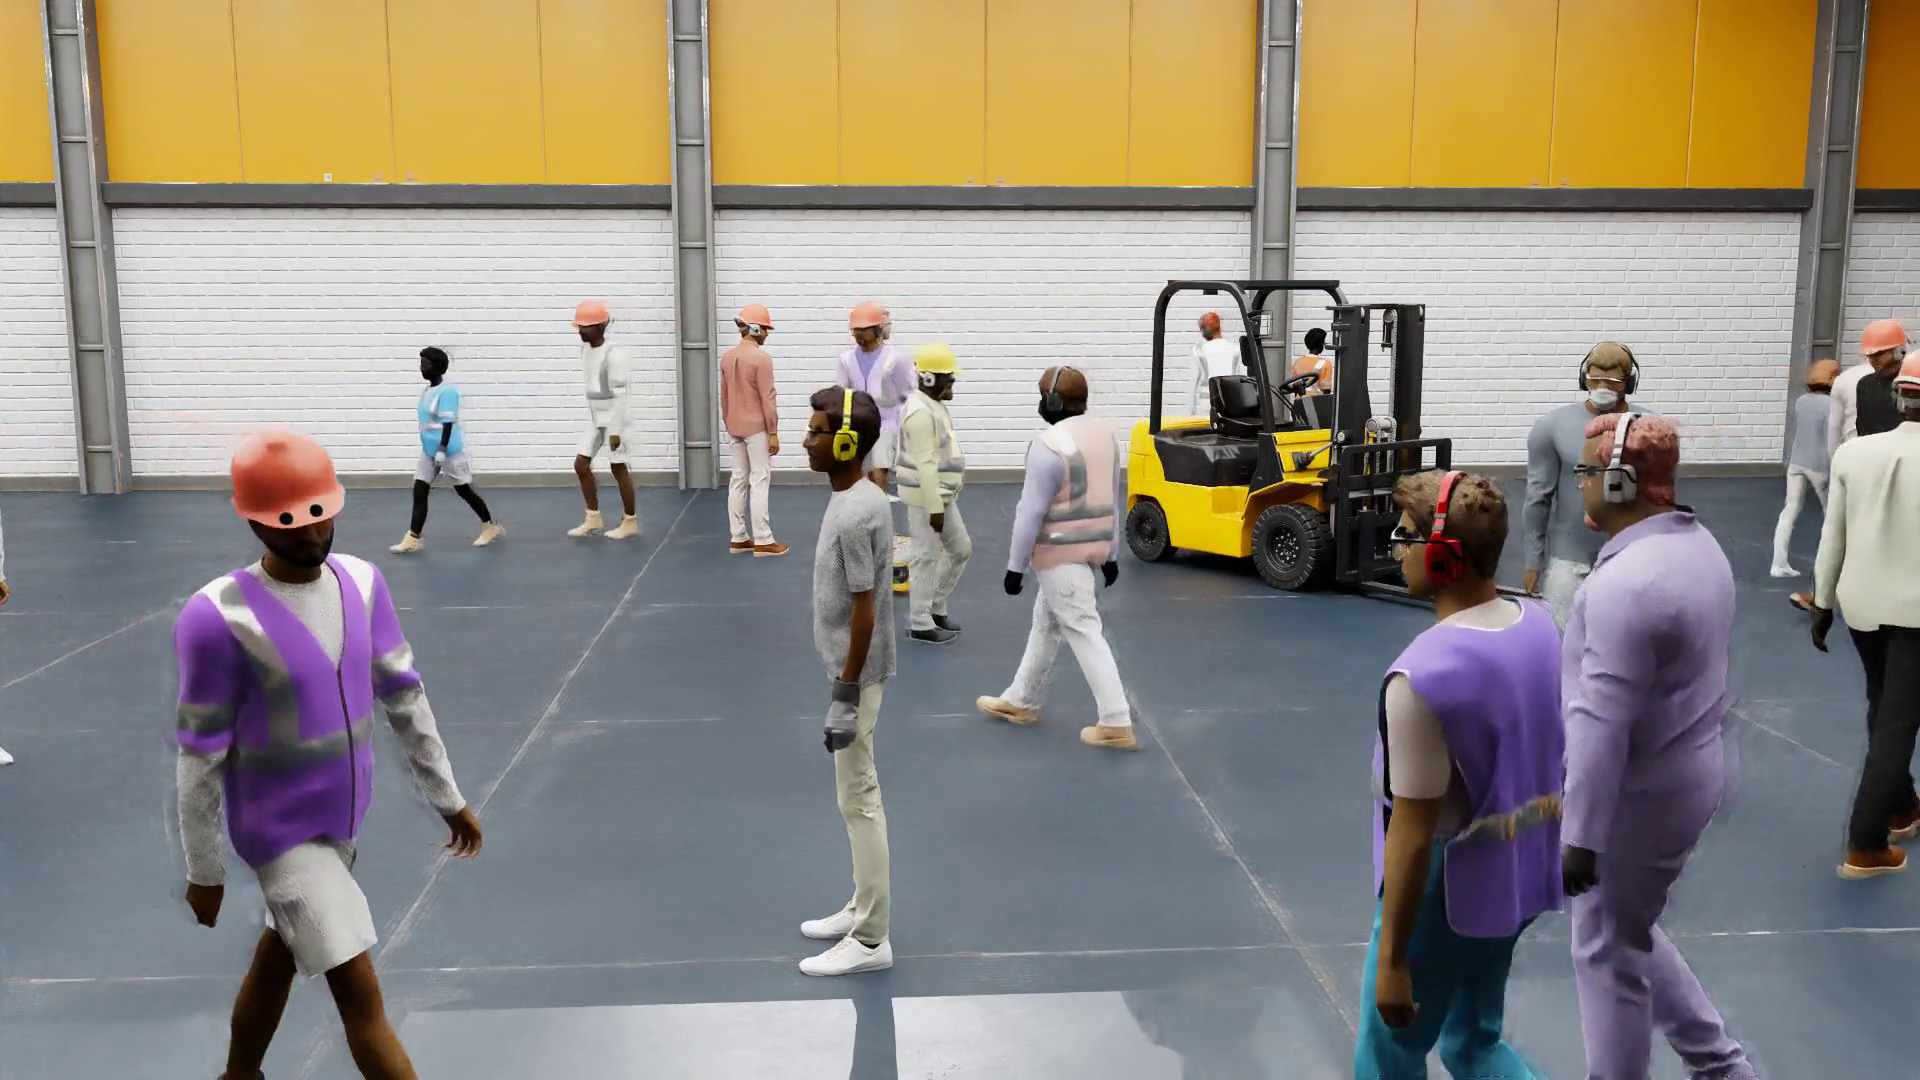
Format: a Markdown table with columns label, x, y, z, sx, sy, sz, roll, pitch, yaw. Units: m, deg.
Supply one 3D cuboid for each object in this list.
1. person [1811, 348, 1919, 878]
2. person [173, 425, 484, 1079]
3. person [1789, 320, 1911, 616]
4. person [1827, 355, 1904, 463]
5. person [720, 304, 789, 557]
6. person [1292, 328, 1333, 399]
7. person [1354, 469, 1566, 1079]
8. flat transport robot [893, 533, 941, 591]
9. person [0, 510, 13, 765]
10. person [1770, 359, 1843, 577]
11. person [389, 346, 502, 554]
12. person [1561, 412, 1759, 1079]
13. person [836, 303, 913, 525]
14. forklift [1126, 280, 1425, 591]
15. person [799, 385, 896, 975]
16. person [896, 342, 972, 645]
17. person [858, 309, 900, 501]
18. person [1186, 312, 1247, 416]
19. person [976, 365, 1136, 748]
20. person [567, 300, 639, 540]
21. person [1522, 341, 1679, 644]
| label | x | y | z | sx | sy | sz | roll | pitch | yaw |
| --- | --- | --- | --- | --- | --- | --- | --- | --- | --- |
| person | 3.623 | 0.252 | 6.228 | 0.925 | 1.954 | 0.649 | -5 | 10 | -29 |
| person | -1.460 | 0.660 | 3.905 | 1.041 | 1.870 | 0.579 | 3 | 10 | 19 |
| person | 5.870 | -0.421 | 10.557 | 1.046 | 1.919 | 0.696 | -3 | 9 | -16 |
| person | 6.293 | -0.520 | 11.383 | 0.656 | 1.875 | 0.415 | 5 | 11 | 31 |
| person | -1.632 | -0.863 | 13.151 | 0.609 | 1.986 | 0.391 | 9 | 13 | 44 |
| person | 3.556 | -1.296 | 16.808 | 0.321 | 1.689 | 0.530 | -5 | 10 | -29 |
| person | 1.056 | 0.763 | 3.424 | 0.582 | 1.829 | 0.698 | -8 | 12 | -42 |
| flat transport robot | -0.507 | 0.150 | 12.156 | 0.652 | 0.197 | 1.431 | 3 | 9 | 16 |
| person | -4.479 | 0.178 | 7.376 | 0.313 | 1.741 | 0.487 | 8 | 12 | 41 |
| person | 6.307 | -0.516 | 12.172 | 0.781 | 1.594 | 0.507 | -2 | 9 | -14 |
| person | -4.133 | -0.727 | 13.342 | 0.535 | 1.654 | 0.894 | 9 | 12 | 43 |
| person | 1.675 | 0.633 | 4.072 | 0.461 | 1.889 | 0.687 | 6 | 11 | 35 |
| person | -0.716 | -0.859 | 13.112 | 0.650 | 1.986 | 1.022 | 4 | 10 | 25 |
| forklift | 2.301 | -0.860 | 12.475 | 1.214 | 2.155 | 2.313 | -6 | 11 | -35 |
| person | -0.365 | 0.447 | 5.288 | 0.327 | 1.872 | 0.551 | 0 | 9 | -3 |
| person | -0.137 | -0.262 | 9.901 | 0.477 | 1.816 | 0.630 | 1 | 9 | 8 |
| person | -0.855 | -1.284 | 16.105 | 0.514 | 1.892 | 0.646 | -2 | 9 | -13 |
| person | 2.490 | -1.267 | 16.134 | 0.603 | 1.861 | 0.375 | 0 | 9 | 3 |
| person | 0.478 | 0.070 | 7.903 | 0.954 | 1.793 | 0.646 | 6 | 11 | 33 |
| person | -2.959 | -0.964 | 13.713 | 0.755 | 2.000 | 0.631 | -8 | 12 | -42 |
| person | 2.776 | 0.101 | 7.262 | 0.633 | 1.933 | 0.355 | 1 | 9 | 8 |
